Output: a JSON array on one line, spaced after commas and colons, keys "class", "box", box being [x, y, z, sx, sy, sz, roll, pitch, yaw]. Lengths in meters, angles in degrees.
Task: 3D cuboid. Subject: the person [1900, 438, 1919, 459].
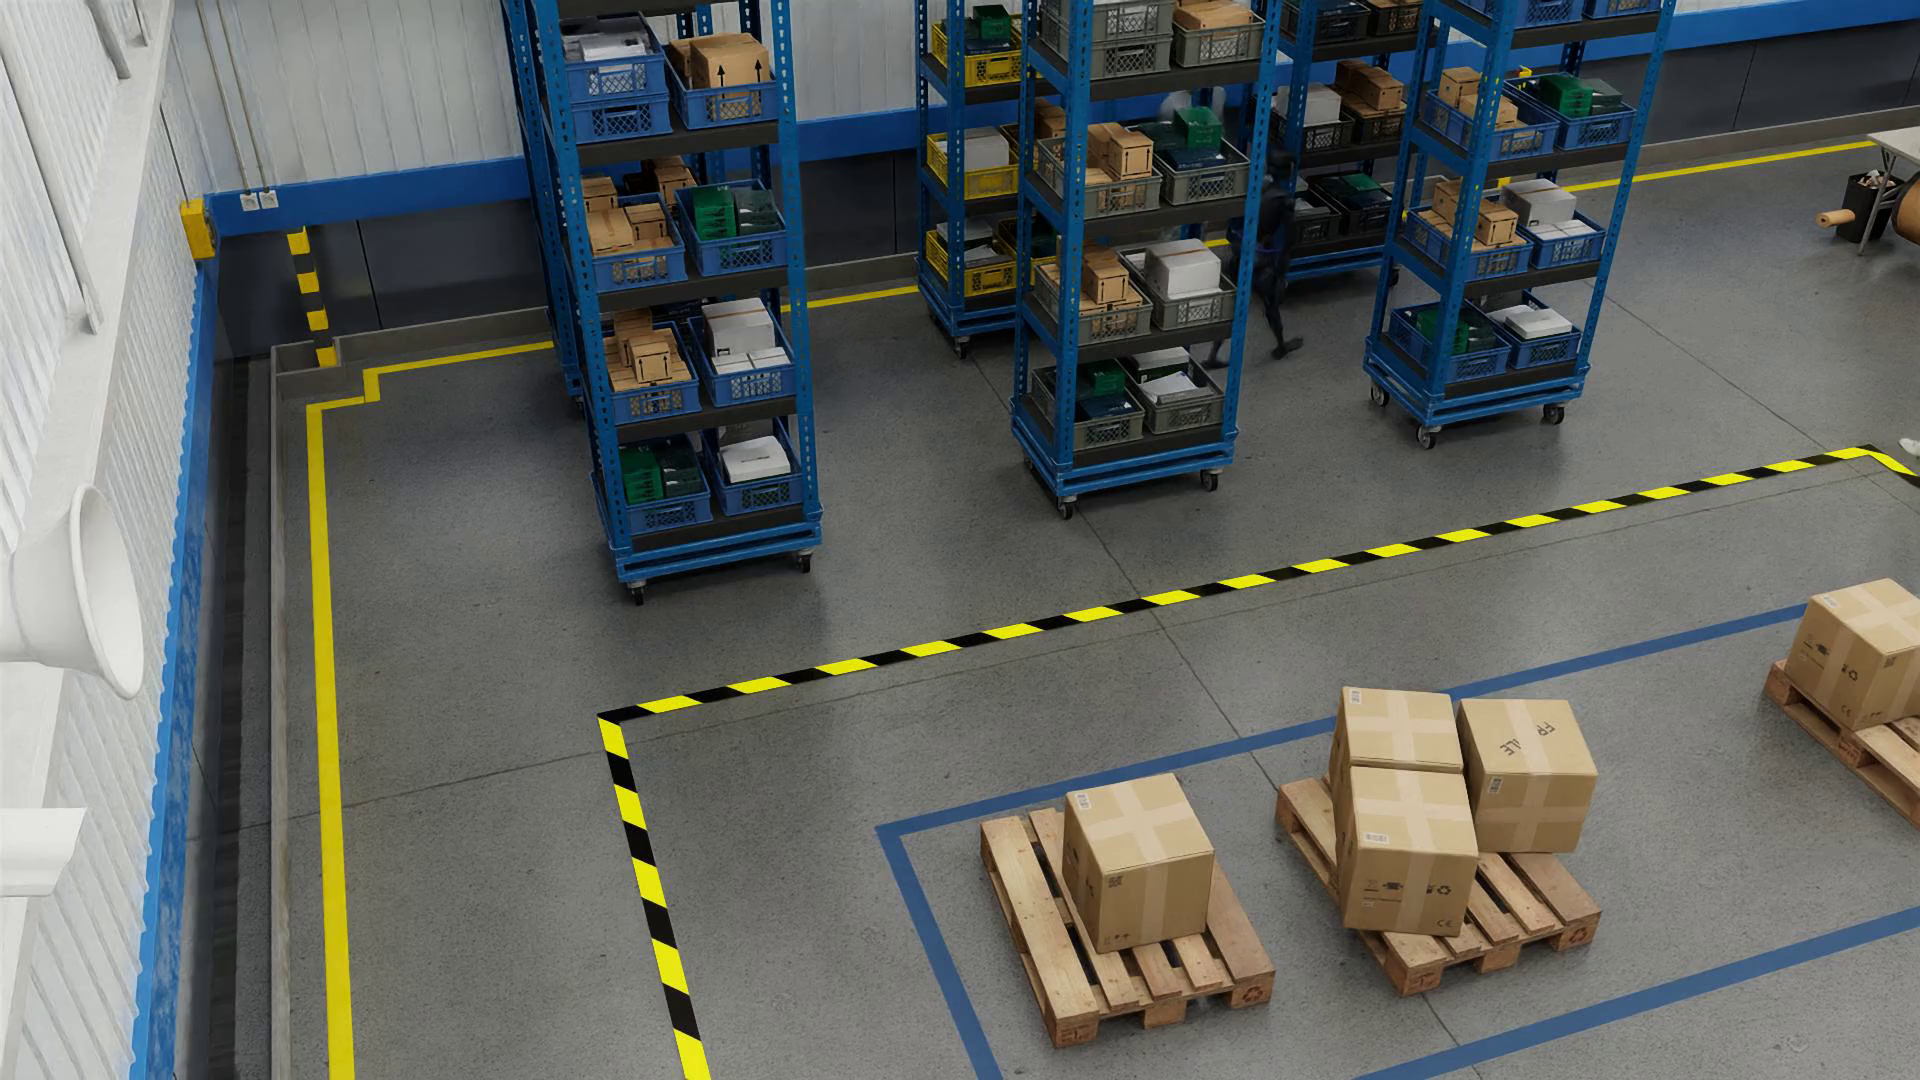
[{"class": "person", "box": [6.438, -1.242, 10.445, 0.609, 1.838, 0.513, -10, 36, -14]}]

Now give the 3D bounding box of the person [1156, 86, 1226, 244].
[{"class": "person", "box": [1.716, -2.738, 12.505, 0.636, 1.927, 0.393, -23, 41, -29]}]

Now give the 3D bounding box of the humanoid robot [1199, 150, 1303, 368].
[{"class": "humanoid robot", "box": [2.106, -1.968, 11.666, 0.803, 1.618, 0.587, -16, 38, -21]}]
